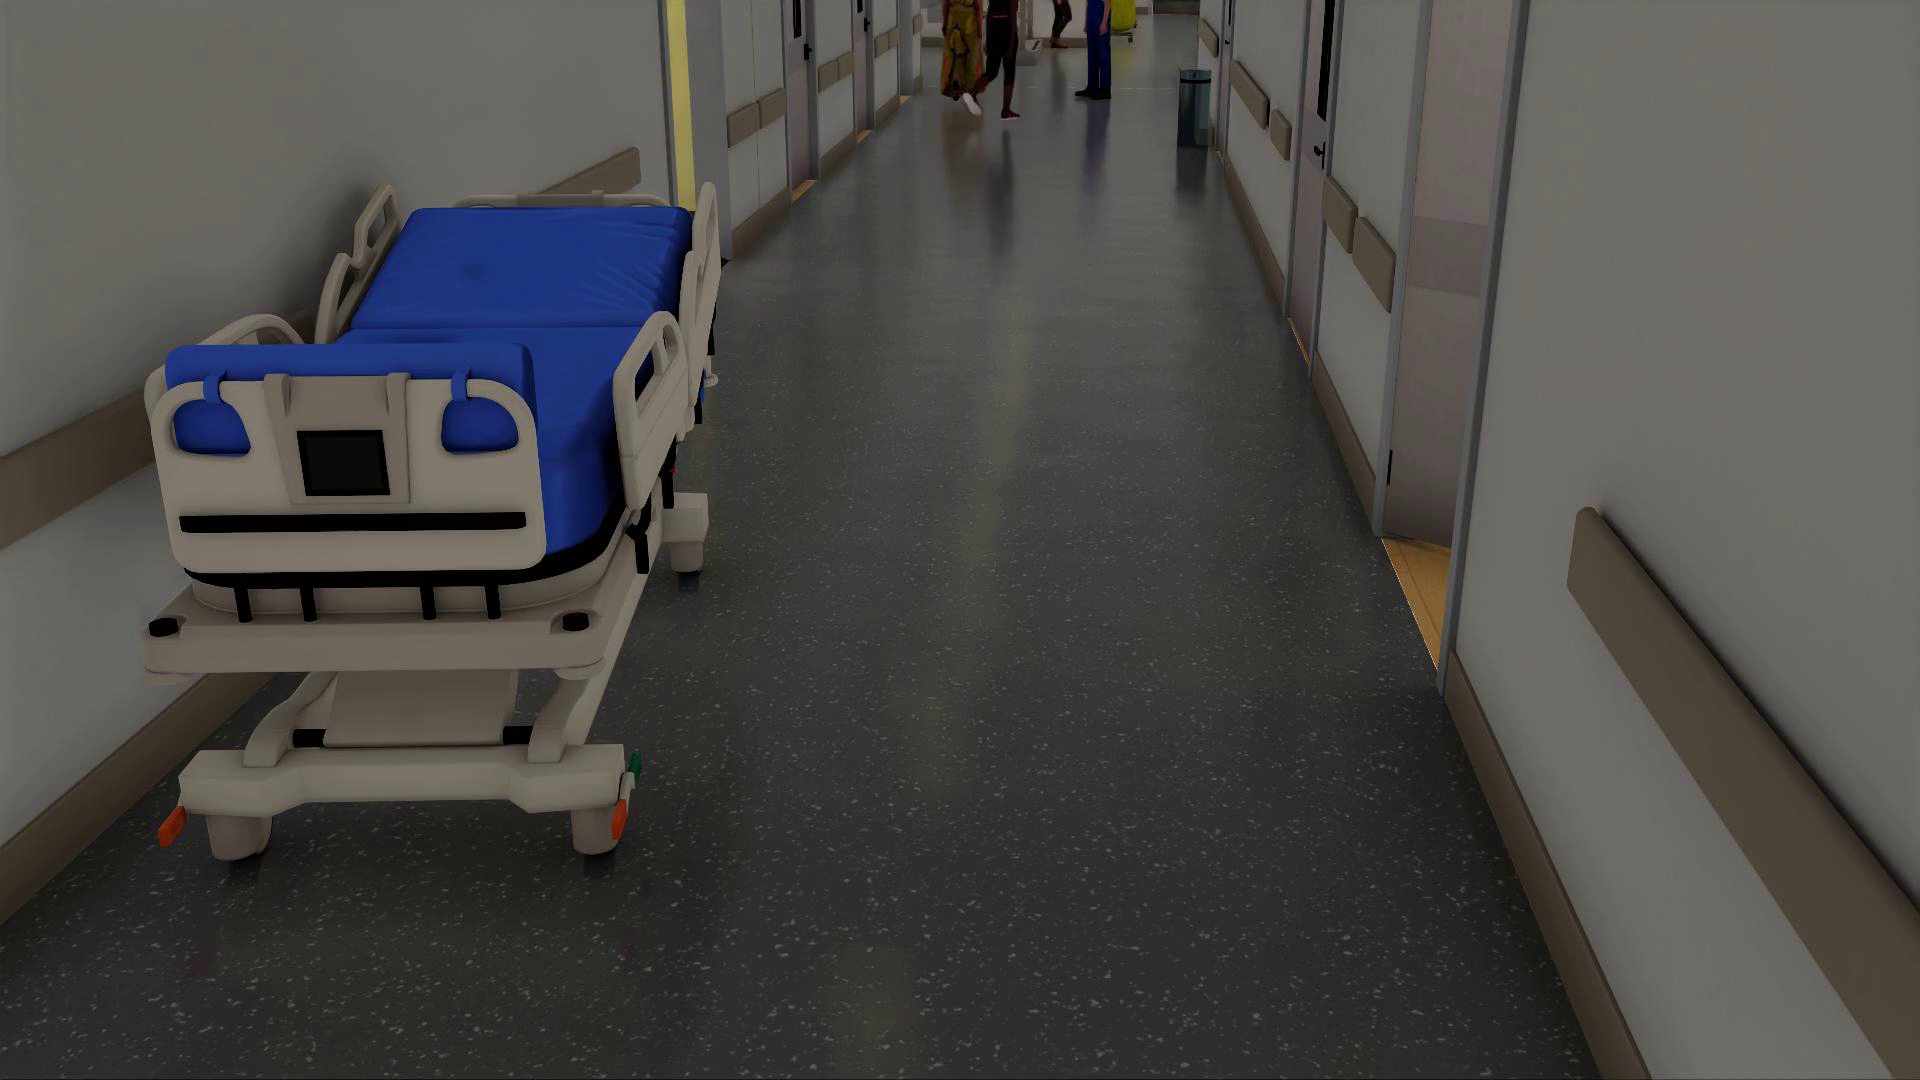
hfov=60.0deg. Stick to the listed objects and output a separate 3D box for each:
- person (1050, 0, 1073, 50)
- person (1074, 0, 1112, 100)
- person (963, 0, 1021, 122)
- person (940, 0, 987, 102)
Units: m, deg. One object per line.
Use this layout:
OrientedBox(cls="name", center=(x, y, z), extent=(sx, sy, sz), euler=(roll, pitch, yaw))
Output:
OrientedBox(cls="person", center=(1.556, -8.875, 27.078), extent=(0.617, 1.709, 0.675), euler=(0, 21, 0))
OrientedBox(cls="person", center=(1.673, -6.271, 20.003), extent=(0.744, 1.850, 0.724), euler=(-10, 23, -25))
OrientedBox(cls="person", center=(0.367, -5.247, 17.483), extent=(1.074, 1.720, 1.052), euler=(18, 27, 39))
OrientedBox(cls="person", center=(0.046, -6.011, 19.669), extent=(1.255, 1.602, 0.788), euler=(1, 21, 2))
